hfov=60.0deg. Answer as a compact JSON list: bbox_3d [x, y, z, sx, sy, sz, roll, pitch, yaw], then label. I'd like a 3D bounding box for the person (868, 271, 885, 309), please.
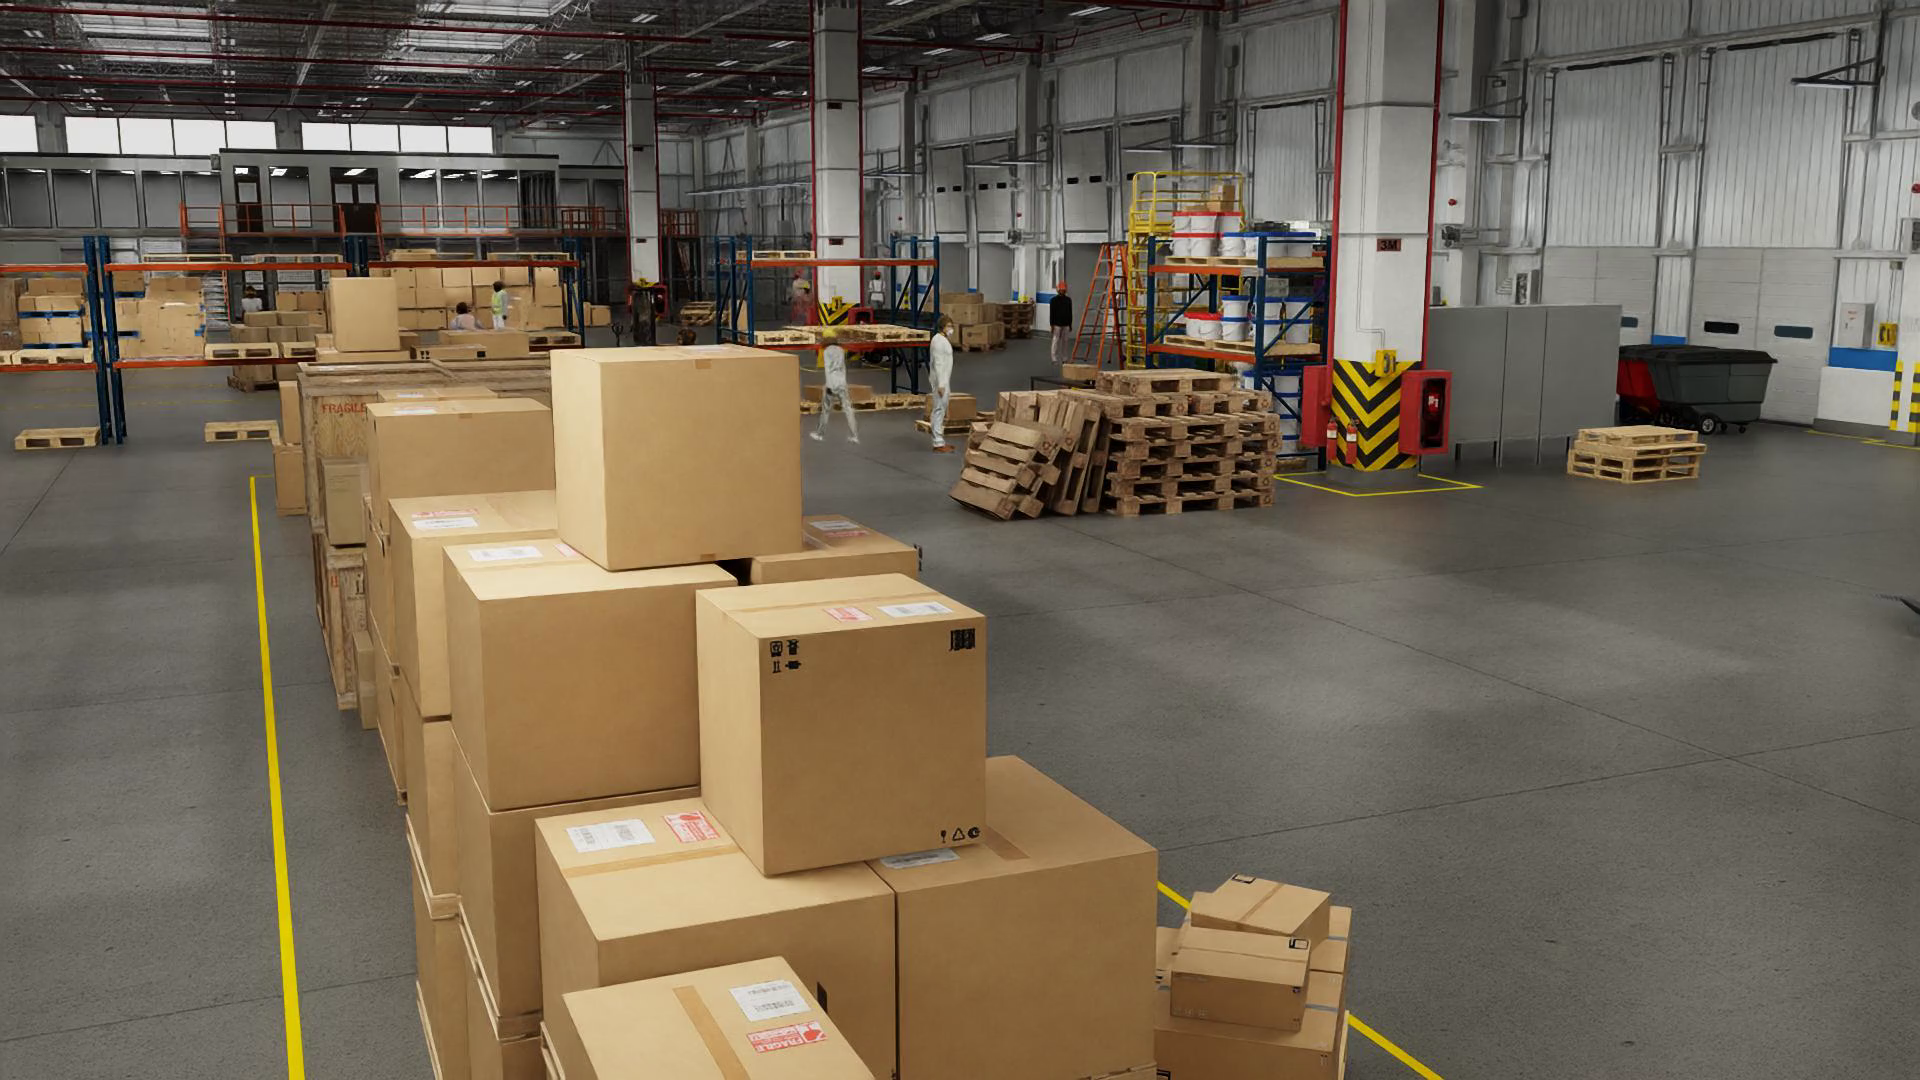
[{"bbox_3d":[-2.834,-8.220,56.752,0.565,1.880,1.009,-2,10,-10],"label":"person"}]

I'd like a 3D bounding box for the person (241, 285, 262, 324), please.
[{"bbox_3d":[-17.581,-5.416,41.381,0.519,1.851,0.548,-2,11,-12],"label":"person"}]

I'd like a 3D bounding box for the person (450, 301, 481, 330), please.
[{"bbox_3d":[-9.408,-3.660,31.841,0.636,1.810,0.853,-9,14,-41],"label":"person"}]

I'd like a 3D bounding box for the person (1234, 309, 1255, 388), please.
[{"bbox_3d":[4.654,-2.879,27.390,0.879,1.854,0.577,0,10,0],"label":"person"}]

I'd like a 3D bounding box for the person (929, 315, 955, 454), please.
[{"bbox_3d":[-0.251,-2.186,23.348,0.371,1.934,0.627,1,10,4],"label":"person"}]

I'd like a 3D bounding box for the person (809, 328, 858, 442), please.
[{"bbox_3d":[-1.840,-2.283,24.588,0.874,1.668,0.503,8,13,39],"label":"person"}]

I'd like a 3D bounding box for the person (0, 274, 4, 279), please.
[{"bbox_3d":[-28.595,-6.996,49.686,0.605,2.013,1.016,4,11,23],"label":"person"}]

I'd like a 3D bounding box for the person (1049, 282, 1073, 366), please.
[{"bbox_3d":[2.396,-5.105,39.311,0.607,1.987,0.408,-6,12,-28],"label":"person"}]

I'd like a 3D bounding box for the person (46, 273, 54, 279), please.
[{"bbox_3d":[-28.614,-7.459,52.482,0.600,1.905,0.605,5,11,24],"label":"person"}]

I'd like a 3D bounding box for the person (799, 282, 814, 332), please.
[{"bbox_3d":[-4.482,-6.635,48.426,0.541,1.728,0.895,-6,12,-29],"label":"person"}]

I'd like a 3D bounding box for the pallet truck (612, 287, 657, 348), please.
[{"bbox_3d":[-6.464,-4.406,35.401,0.823,1.965,1.885,6,12,32],"label":"pallet truck"}]

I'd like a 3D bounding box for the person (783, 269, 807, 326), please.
[{"bbox_3d":[-5.607,-8.366,57.418,1.080,1.928,0.621,-5,12,-28],"label":"person"}]

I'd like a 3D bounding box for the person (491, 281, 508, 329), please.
[{"bbox_3d":[-12.818,-6.296,46.319,0.648,1.814,0.488,10,14,43],"label":"person"}]

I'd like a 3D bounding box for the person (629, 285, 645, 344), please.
[{"bbox_3d":[-9.209,-6.443,47.479,0.383,1.686,0.550,9,13,39],"label":"person"}]

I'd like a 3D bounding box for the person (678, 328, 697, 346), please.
[{"bbox_3d":[-3.482,-1.809,21.507,0.349,1.847,0.505,2,10,10],"label":"person"}]

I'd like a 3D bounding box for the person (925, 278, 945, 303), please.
[{"bbox_3d":[-0.744,-6.888,49.275,0.590,1.926,0.388,-2,10,-8],"label":"person"}]
